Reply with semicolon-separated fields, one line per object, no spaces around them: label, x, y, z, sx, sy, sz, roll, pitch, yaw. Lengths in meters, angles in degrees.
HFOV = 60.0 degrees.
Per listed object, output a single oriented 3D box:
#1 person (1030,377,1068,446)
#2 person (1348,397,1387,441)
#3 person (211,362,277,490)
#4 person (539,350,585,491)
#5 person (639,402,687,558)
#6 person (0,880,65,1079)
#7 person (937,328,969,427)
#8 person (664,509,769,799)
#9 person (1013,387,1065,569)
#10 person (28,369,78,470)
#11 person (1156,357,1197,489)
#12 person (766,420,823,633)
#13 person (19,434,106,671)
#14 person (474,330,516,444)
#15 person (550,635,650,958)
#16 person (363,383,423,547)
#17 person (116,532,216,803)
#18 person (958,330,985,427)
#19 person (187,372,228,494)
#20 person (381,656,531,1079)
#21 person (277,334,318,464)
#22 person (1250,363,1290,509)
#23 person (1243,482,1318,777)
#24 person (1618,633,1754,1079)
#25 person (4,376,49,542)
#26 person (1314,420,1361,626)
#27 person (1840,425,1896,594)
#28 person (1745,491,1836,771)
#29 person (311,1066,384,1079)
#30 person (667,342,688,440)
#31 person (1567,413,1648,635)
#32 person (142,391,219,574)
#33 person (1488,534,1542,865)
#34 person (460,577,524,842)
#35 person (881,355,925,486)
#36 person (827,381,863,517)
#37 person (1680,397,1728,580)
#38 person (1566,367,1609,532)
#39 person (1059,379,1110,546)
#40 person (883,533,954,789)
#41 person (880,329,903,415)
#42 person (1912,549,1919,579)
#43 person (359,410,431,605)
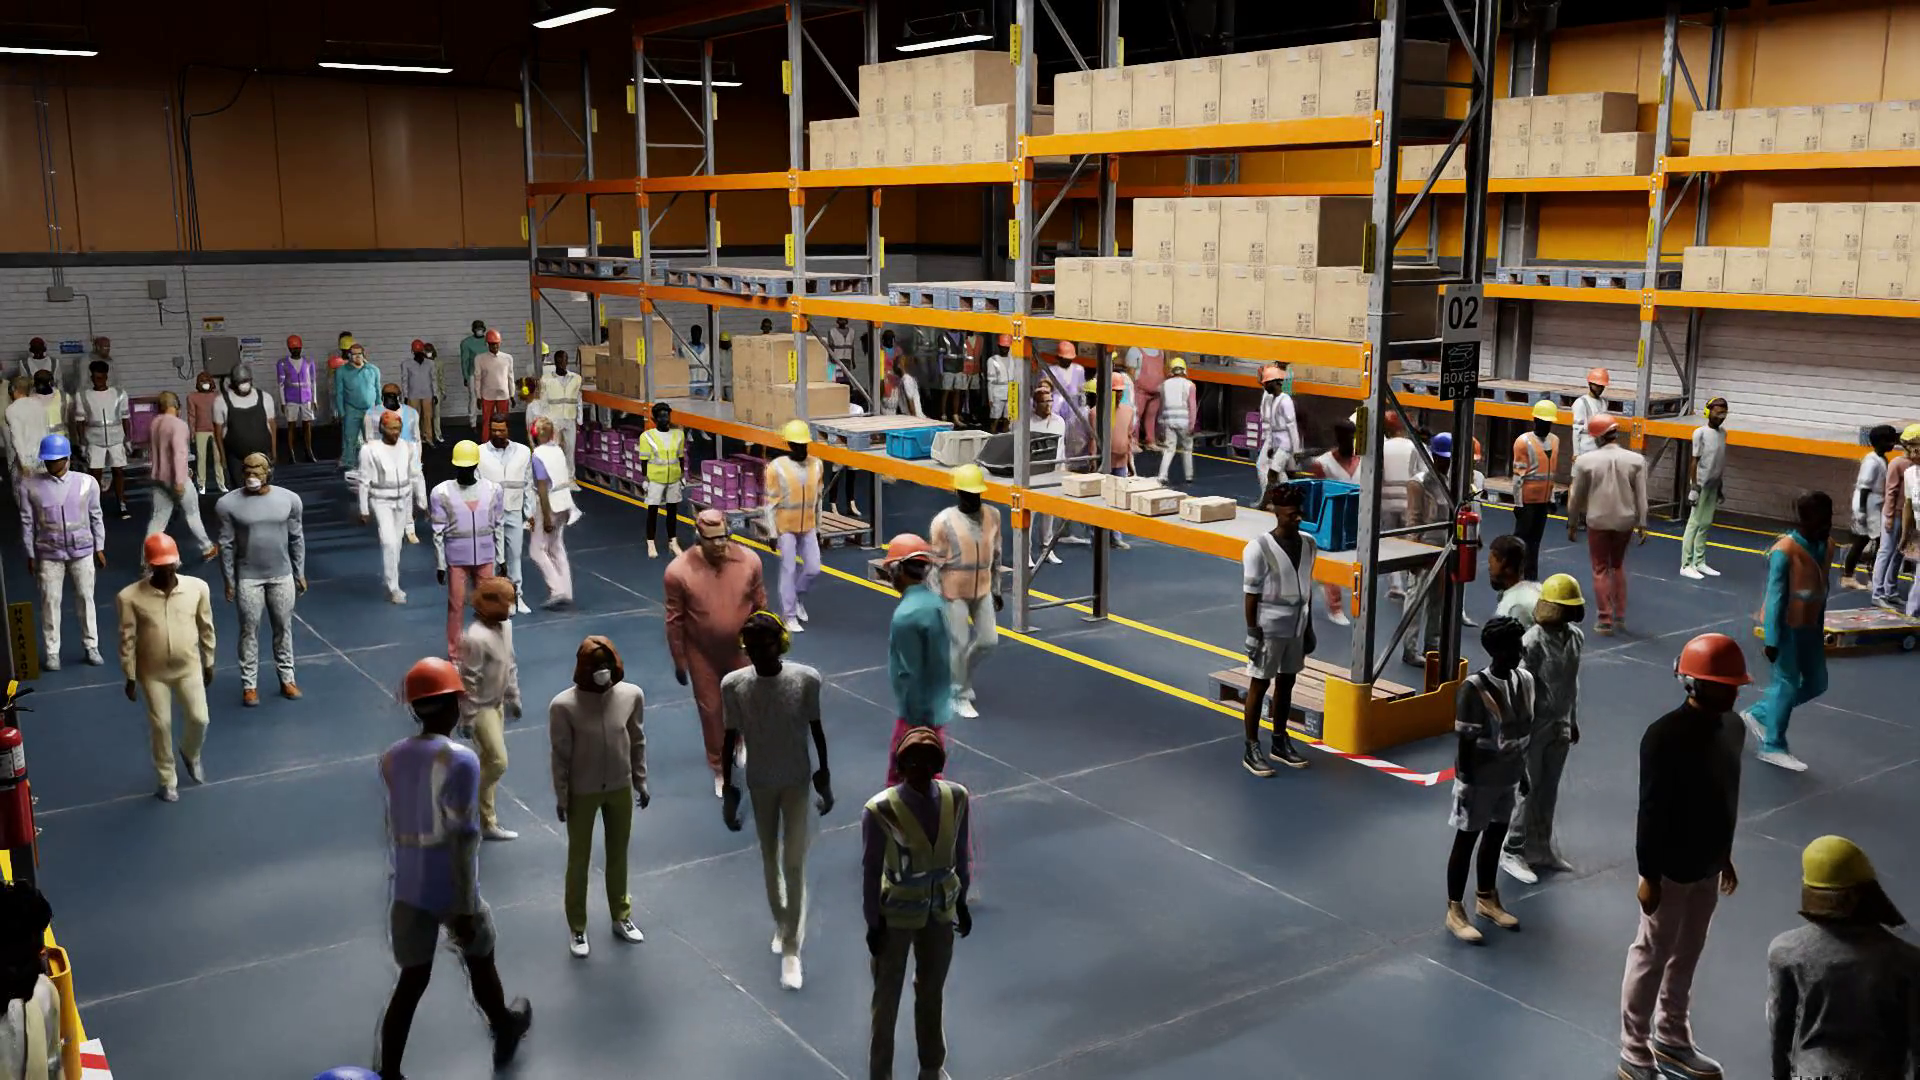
person;1.142;-1.322;21.712;0.527;1.600;0.700;1;11;3
person;4.417;-0.710;17.841;0.642;1.905;0.399;-7;13;-32
person;-8.299;-1.073;19.345;0.690;2.000;0.585;-6;13;-30
person;-5.336;-1.594;22.329;0.590;1.917;0.395;-7;13;-32
person;-3.223;-0.657;18.095;0.536;1.696;0.322;-7;13;-32
person;-2.665;1.860;4.594;0.491;1.936;0.619;0;11;1
person;-0.104;-2.975;29.078;0.609;2.040;0.395;-7;13;-32
person;-1.554;0.701;10.685;0.675;1.879;0.547;-3;12;-17
person;0.871;-0.664;17.593;0.642;1.909;0.399;-7;13;-32
person;-11.144;-1.172;20.368;0.623;1.841;0.430;-7;13;-32
person;2.952;-1.591;22.682;0.601;1.775;0.782;6;12;27
person;-1.460;-0.125;14.835;0.598;1.912;0.441;-7;13;-33
person;-7.327;0.093;13.625;0.605;1.944;0.403;-7;13;-32
person;-6.986;-2.162;25.033;0.612;1.994;0.394;-7;13;-32
person;-1.808;1.270;8.397;0.501;1.633;0.282;-7;13;-32
person;-6.360;-0.853;18.737;0.623;1.841;0.430;-7;13;-32
person;-5.014;0.798;10.550;0.569;1.737;0.401;-7;13;-33
person;0.164;-2.983;29.310;0.608;1.965;0.370;-7;13;-32
person;-10.035;-1.434;22.233;0.501;1.633;0.282;-7;13;-32
person;-2.149;1.436;6.962;0.614;1.858;0.977;6;12;27
person;-9.889;-2.103;24.880;0.547;1.938;0.379;-7;13;-32
person;3.950;-1.295;20.951;0.707;1.848;0.595;3;11;14
person;2.136;0.578;11.086;0.608;1.965;0.370;-7;13;-32
person;3.087;1.356;7.026;0.612;1.994;0.394;-7;13;-32
person;-10.487;-0.899;18.816;0.731;1.892;0.646;3;11;14
person;3.439;-0.170;15.122;0.597;1.891;0.489;-4;12;-21
person;9.011;-0.285;16.244;0.675;1.674;0.544;8;14;36
person;5.596;0.592;11.172;0.630;1.900;0.467;-7;13;-31
person;-1.307;2.042;3.648;0.605;1.944;0.403;-7;13;-32
person;-4.628;-2.335;26.655;0.586;1.701;0.762;5;12;26
person;5.759;-0.144;14.815;0.635;1.945;0.637;1;11;5
person;-8.222;-0.614;17.438;0.696;1.865;1.001;5;12;26
person;3.230;0.910;9.620;0.464;1.871;0.641;4;12;17
person;-2.757;1.002;9.796;0.334;1.613;0.509;1;11;4
person;-0.763;-1.630;22.829;0.896;1.786;0.559;1;11;7
person;-1.413;-1.114;20.435;0.536;1.696;0.322;-7;13;-32
person;7.671;-0.537;17.053;0.513;1.866;0.331;-7;13;-32
person;7.429;-1.066;19.582;0.547;1.934;0.376;-7;13;-32
person;1.440;-0.868;18.688;0.702;1.881;0.589;1;11;3
person;-0.235;0.944;9.266;0.523;1.945;0.660;4;12;17
person;-1.182;-2.548;27.414;0.623;1.841;0.430;-7;13;-32
person;9.298;-0.188;15.692;0.473;1.697;0.904;3;12;17
person;-5.413;-0.320;15.959;0.746;1.849;0.594;9;14;40
